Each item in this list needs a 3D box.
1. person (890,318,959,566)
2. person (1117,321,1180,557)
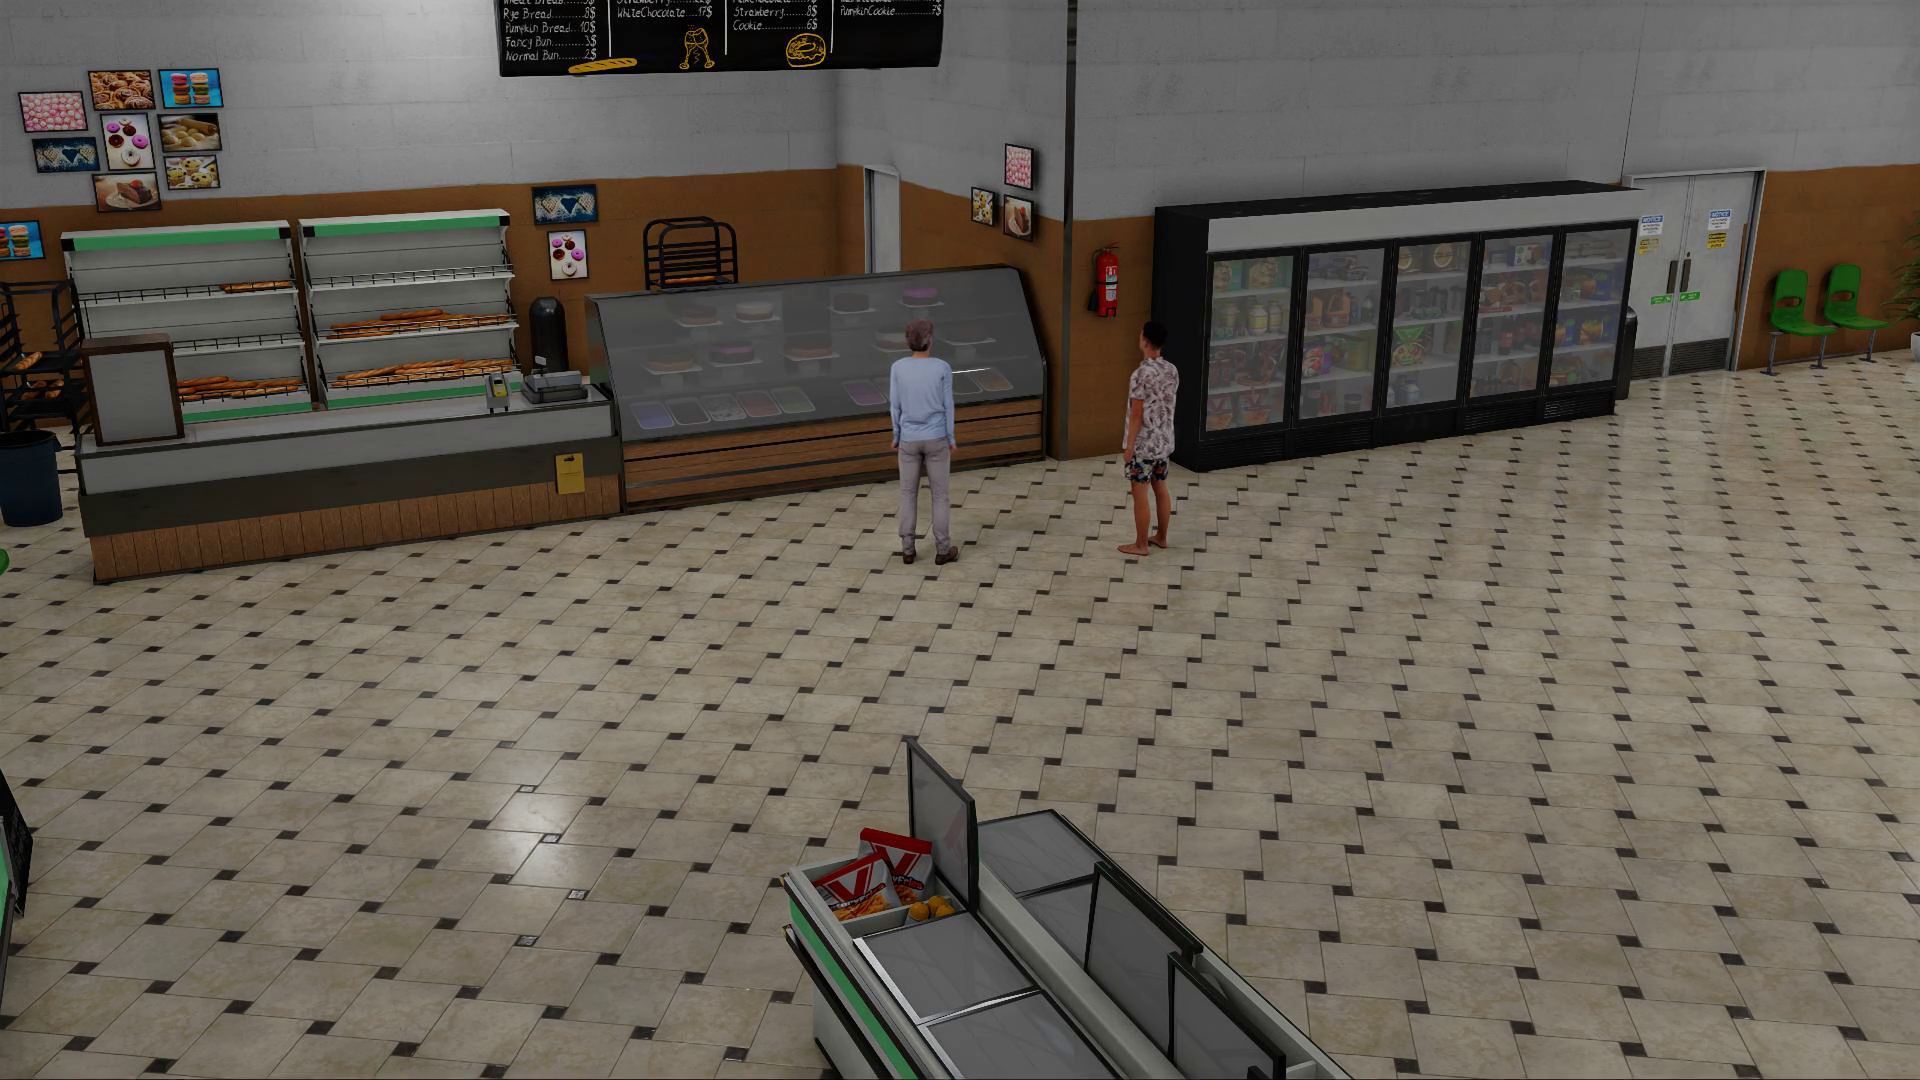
[{"bbox_3d":[-0.277,-0.744,12.619,0.754,1.893,0.777,4,19,10],"label":"person"},{"bbox_3d":[1.476,-0.786,12.865,0.735,1.815,0.679,-17,25,-41],"label":"person"}]
